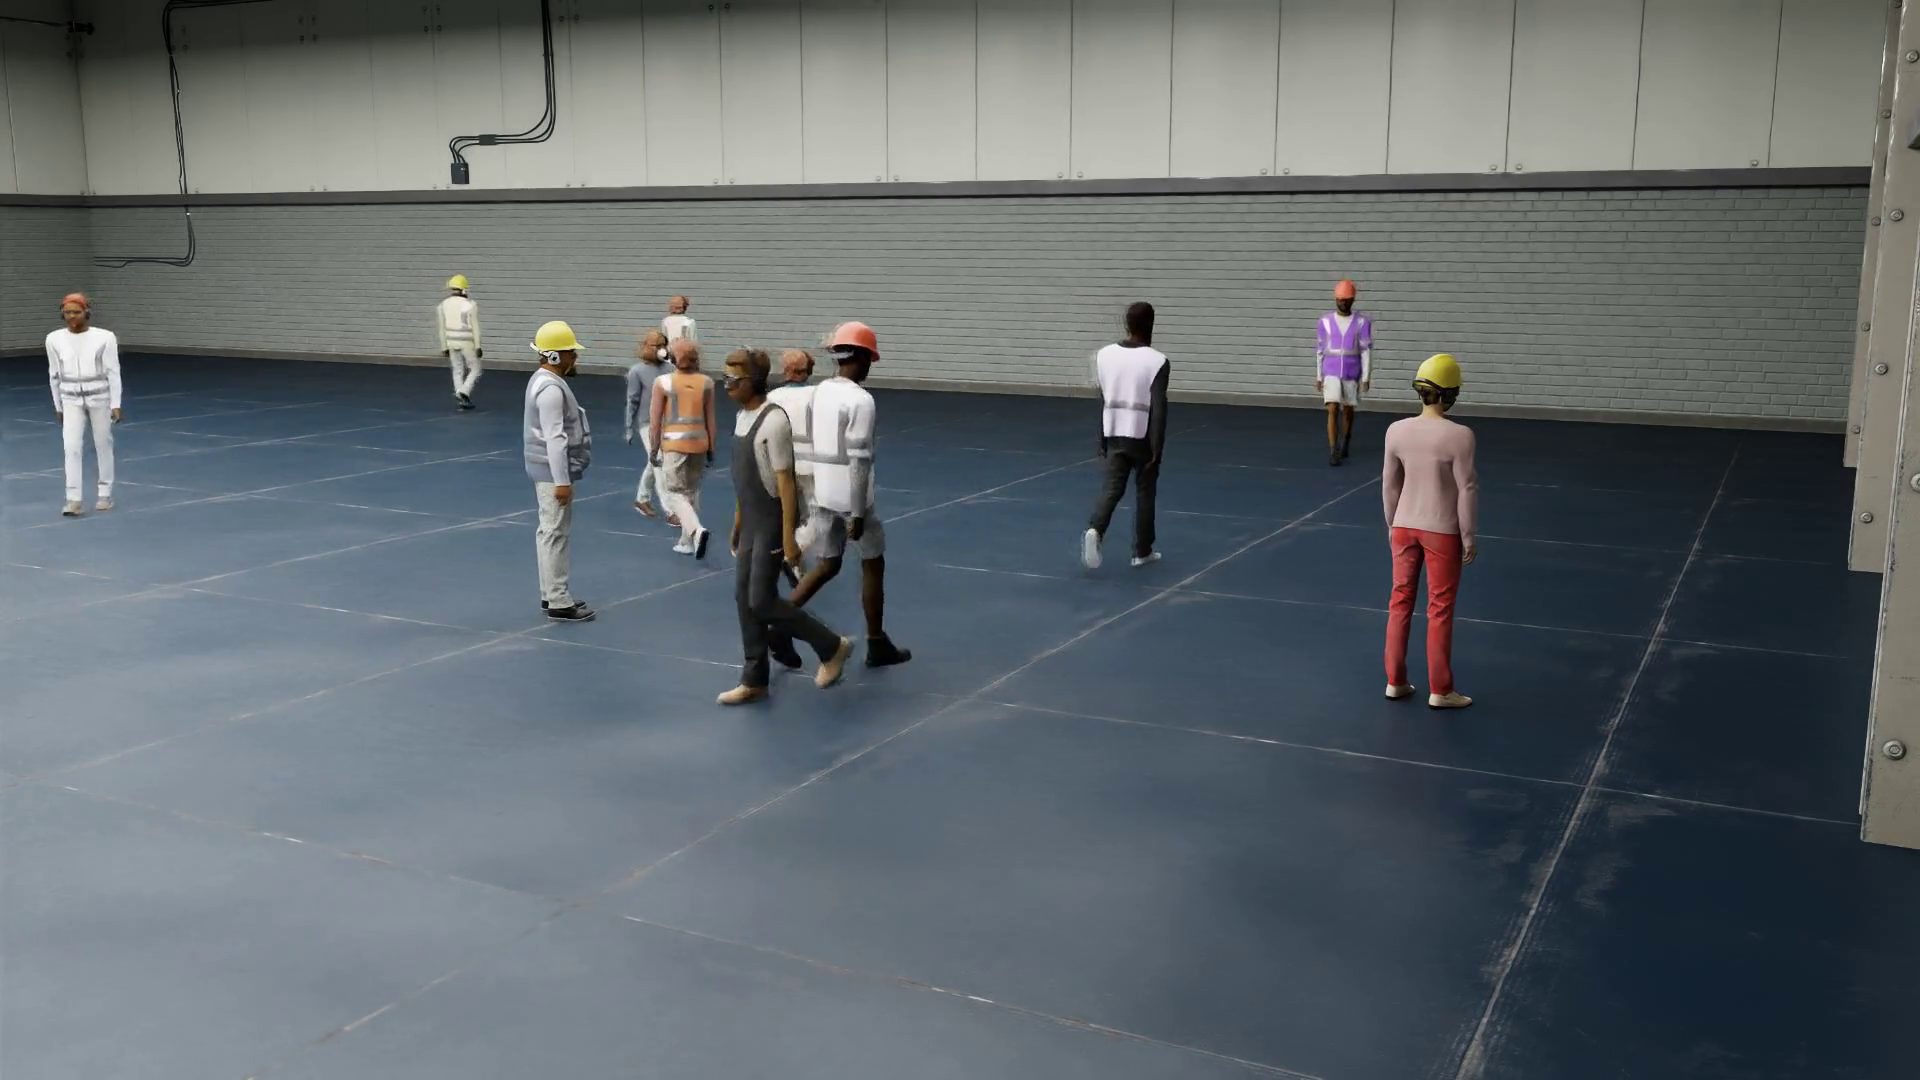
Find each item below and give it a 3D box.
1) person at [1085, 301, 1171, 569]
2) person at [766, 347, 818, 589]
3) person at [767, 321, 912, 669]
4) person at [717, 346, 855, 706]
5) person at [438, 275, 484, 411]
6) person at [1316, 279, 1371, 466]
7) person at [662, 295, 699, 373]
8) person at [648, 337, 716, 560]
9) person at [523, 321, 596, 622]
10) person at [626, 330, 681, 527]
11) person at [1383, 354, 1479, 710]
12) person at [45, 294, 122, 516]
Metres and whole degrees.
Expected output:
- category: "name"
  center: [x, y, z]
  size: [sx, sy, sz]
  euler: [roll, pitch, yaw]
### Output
- category: "person"
  center: [1.181, -0.724, 11.691]
  size: [0.598, 1.900, 0.777]
  euler: [7, 13, 34]
- category: "person"
  center: [-1.072, -0.450, 10.939]
  size: [0.525, 1.617, 0.553]
  euler: [5, 11, 24]
- category: "person"
  center: [-0.692, -0.222, 8.969]
  size: [0.779, 1.899, 0.550]
  euler: [-9, 13, -39]
- category: "person"
  center: [-0.910, -0.068, 8.312]
  size: [0.585, 1.823, 0.546]
  euler: [-5, 12, -26]
- category: "person"
  center: [-6.644, -2.620, 22.218]
  size: [0.614, 1.822, 0.414]
  euler: [4, 11, 19]
- category: "person"
  center: [3.976, -1.750, 17.267]
  size: [0.551, 1.911, 0.899]
  euler: [2, 11, 13]
- category: "person"
  center: [-3.385, -2.140, 20.130]
  size: [0.511, 1.630, 0.315]
  euler: [5, 12, 26]
- category: "person"
  center: [-1.968, -0.650, 12.042]
  size: [0.516, 1.624, 0.656]
  euler: [-8, 13, -38]
- category: "person"
  center: [-2.459, -0.420, 10.198]
  size: [0.404, 1.834, 0.591]
  euler: [-3, 11, -18]
- category: "person"
  center: [-2.496, -0.935, 13.685]
  size: [0.511, 1.587, 0.887]
  euler: [-10, 14, -44]
- category: "person"
  center: [2.351, -0.040, 8.312]
  size: [0.316, 1.769, 0.523]
  euler: [-9, 14, -40]
- category: "person"
  center: [-7.369, -1.129, 14.000]
  size: [0.588, 1.845, 0.887]
  euler: [-3, 11, -14]
